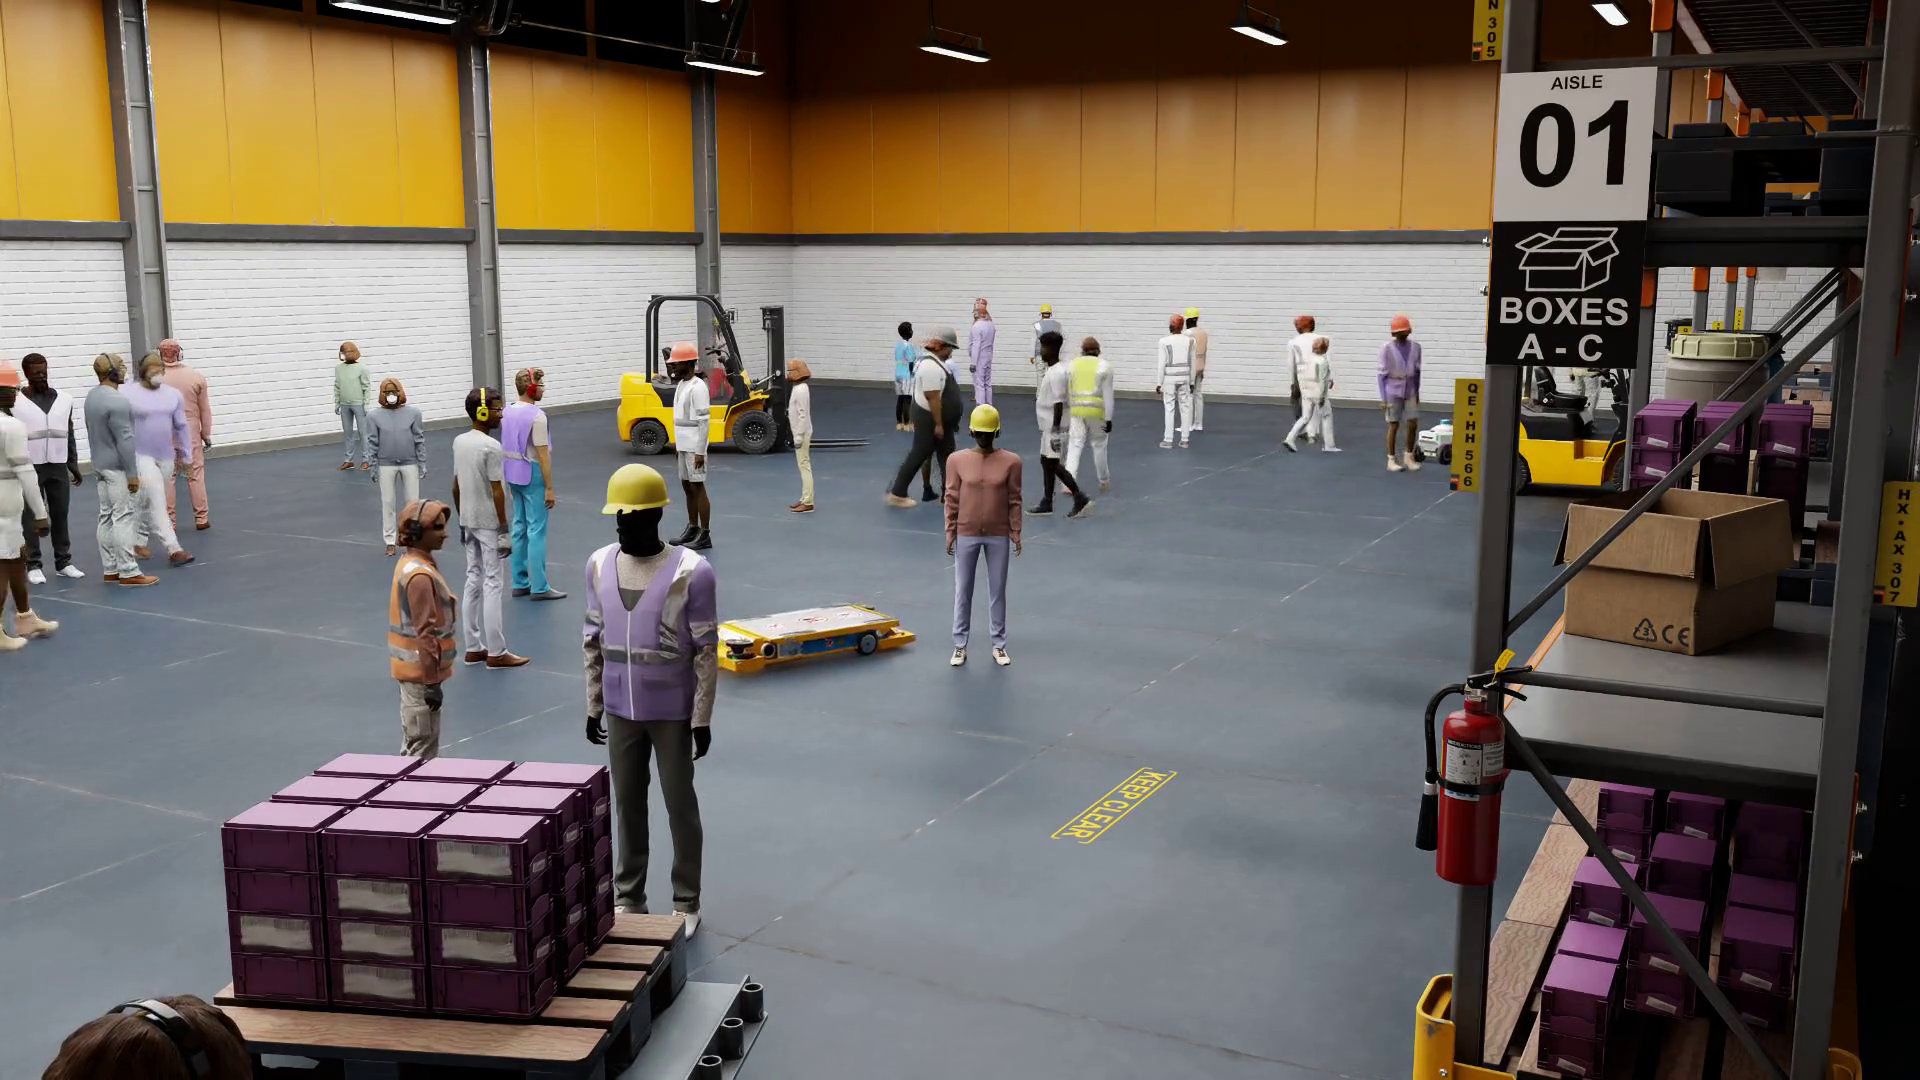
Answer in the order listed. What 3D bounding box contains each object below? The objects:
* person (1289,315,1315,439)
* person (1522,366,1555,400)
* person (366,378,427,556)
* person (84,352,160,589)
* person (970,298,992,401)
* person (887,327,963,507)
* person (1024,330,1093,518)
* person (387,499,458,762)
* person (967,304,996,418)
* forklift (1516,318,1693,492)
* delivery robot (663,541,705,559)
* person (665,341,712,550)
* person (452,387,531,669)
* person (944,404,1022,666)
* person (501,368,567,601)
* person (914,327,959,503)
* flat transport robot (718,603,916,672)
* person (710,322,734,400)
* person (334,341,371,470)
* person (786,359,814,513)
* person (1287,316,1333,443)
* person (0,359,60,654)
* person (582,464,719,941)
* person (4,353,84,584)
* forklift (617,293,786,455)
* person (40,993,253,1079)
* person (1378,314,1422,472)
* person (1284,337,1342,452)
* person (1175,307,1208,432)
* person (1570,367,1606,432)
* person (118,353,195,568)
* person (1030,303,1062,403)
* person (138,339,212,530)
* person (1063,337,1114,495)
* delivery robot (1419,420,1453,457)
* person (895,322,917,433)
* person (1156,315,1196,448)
[{"bbox_3d":[5.109,-2.387,24.508,0.537,1.825,0.482,-4,11,-23],"label":"person"},{"bbox_3d":[8.031,-2.228,23.307,0.660,1.919,0.757,6,12,32],"label":"person"},{"bbox_3d":[-5.123,-0.667,15.143,0.503,1.626,0.280,-4,10,-21],"label":"person"},{"bbox_3d":[-6.928,-0.571,13.674,0.630,1.940,0.372,8,13,39],"label":"person"},{"bbox_3d":[0.375,-3.537,30.930,0.408,1.913,0.642,2,10,13],"label":"person"},{"bbox_3d":[-0.306,-1.345,17.864,1.017,2.000,0.687,2,10,12],"label":"person"},{"bbox_3d":[1.013,-1.194,17.277,0.578,1.969,0.641,0,10,1],"label":"person"},{"bbox_3d":[-2.455,0.624,7.633,0.315,1.636,0.515,-4,11,-22],"label":"person"},{"bbox_3d":[0.326,-2.971,27.670,0.405,1.904,0.653,5,11,28],"label":"person"},{"bbox_3d":[7.066,-1.601,18.899,2.313,2.155,1.214,5,11,27],"label":"forklift"},{"bbox_3d":[-2.293,0.249,12.661,0.707,0.478,0.477,-2,10,-9],"label":"delivery robot"},{"bbox_3d":[-2.520,-0.870,15.414,0.364,1.934,0.553,-6,11,-30],"label":"person"},{"bbox_3d":[-3.150,-0.078,11.040,0.519,1.865,0.335,8,13,40],"label":"person"},{"bbox_3d":[0.157,-0.029,11.063,0.524,1.760,0.326,0,10,-3],"label":"person"},{"bbox_3d":[-3.418,-0.438,13.170,0.574,1.843,0.374,9,13,43],"label":"person"},{"bbox_3d":[-0.231,-1.375,18.363,0.543,1.928,0.373,6,12,33],"label":"person"},{"bbox_3d":[-1.072,0.652,11.418,1.431,0.197,0.652,-7,12,-36],"label":"flat transport robot"},{"bbox_3d":[-3.876,-2.835,27.426,0.926,1.713,0.546,1,10,5],"label":"person"},{"bbox_3d":[-7.703,-1.697,21.077,0.503,1.633,0.278,2,10,13],"label":"person"},{"bbox_3d":[-1.700,-1.107,17.658,0.277,1.632,0.502,-1,10,-4],"label":"person"},{"bbox_3d":[5.072,-2.338,24.195,0.654,1.834,0.721,0,10,2],"label":"person"},{"bbox_3d":[-6.543,-0.241,11.540,0.654,2.011,0.815,5,11,27],"label":"person"},{"bbox_3d":[-1.245,0.651,6.636,0.589,1.927,0.368,3,10,19],"label":"person"},{"bbox_3d":[-7.685,-0.606,13.935,0.379,1.917,0.597,7,12,33],"label":"person"},{"bbox_3d":[-3.588,-2.317,23.042,2.313,2.155,1.214,-1,10,-5],"label":"forklift"},{"bbox_3d":[-0.987,1.468,2.152,0.621,1.845,0.429,3,10,18],"label":"person"},{"bbox_3d":[5.485,-1.821,20.756,0.655,1.990,0.583,-3,10,-15],"label":"person"},{"bbox_3d":[4.856,-1.991,22.877,0.807,1.610,0.523,-3,10,-17],"label":"person"},{"bbox_3d":[3.561,-2.620,25.608,0.397,1.918,0.594,9,13,42],"label":"person"},{"bbox_3d":[9.641,-2.552,25.593,0.466,1.789,0.646,-6,11,-31],"label":"person"},{"bbox_3d":[-7.108,-0.711,14.681,1.068,1.874,0.634,6,12,32],"label":"person"},{"bbox_3d":[1.564,-3.403,30.376,0.600,1.831,0.404,-2,10,-14],"label":"person"},{"bbox_3d":[-7.726,-1.026,16.407,0.651,1.907,0.409,-5,11,-29],"label":"person"},{"bbox_3d":[1.466,-1.410,18.980,0.658,1.785,0.987,4,11,24],"label":"person"},{"bbox_3d":[6.361,-1.338,21.848,0.707,0.478,0.477,-7,12,-36],"label":"delivery robot"},{"bbox_3d":[-0.826,-2.495,25.509,0.318,1.700,0.535,-5,11,-26],"label":"person"},{"bbox_3d":[3.037,-2.226,23.425,0.598,1.882,0.357,-3,10,-17],"label":"person"}]
